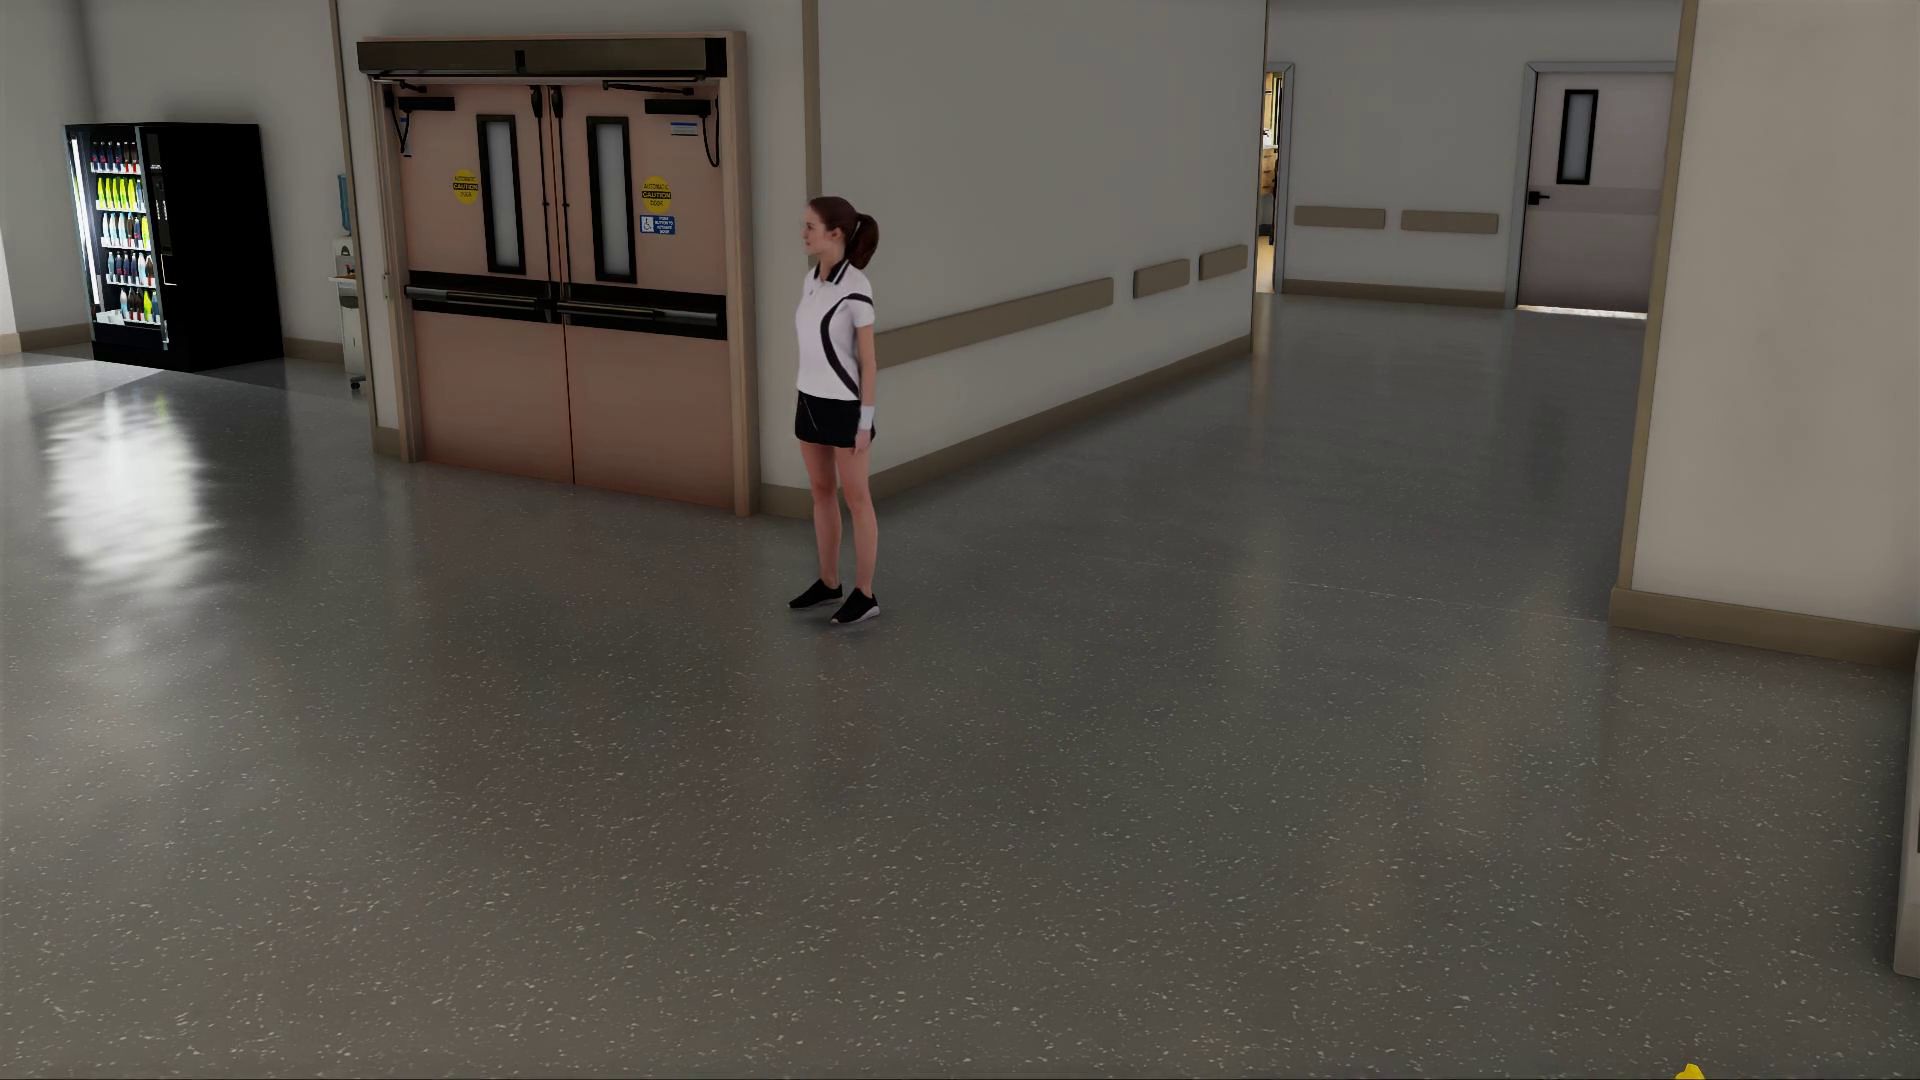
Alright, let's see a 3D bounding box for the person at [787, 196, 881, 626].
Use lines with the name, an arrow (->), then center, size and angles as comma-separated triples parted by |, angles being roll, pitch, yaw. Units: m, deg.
person -> -0.503, -0.530, 6.853 | 0.680, 1.750, 0.549 | -15, 21, -42
